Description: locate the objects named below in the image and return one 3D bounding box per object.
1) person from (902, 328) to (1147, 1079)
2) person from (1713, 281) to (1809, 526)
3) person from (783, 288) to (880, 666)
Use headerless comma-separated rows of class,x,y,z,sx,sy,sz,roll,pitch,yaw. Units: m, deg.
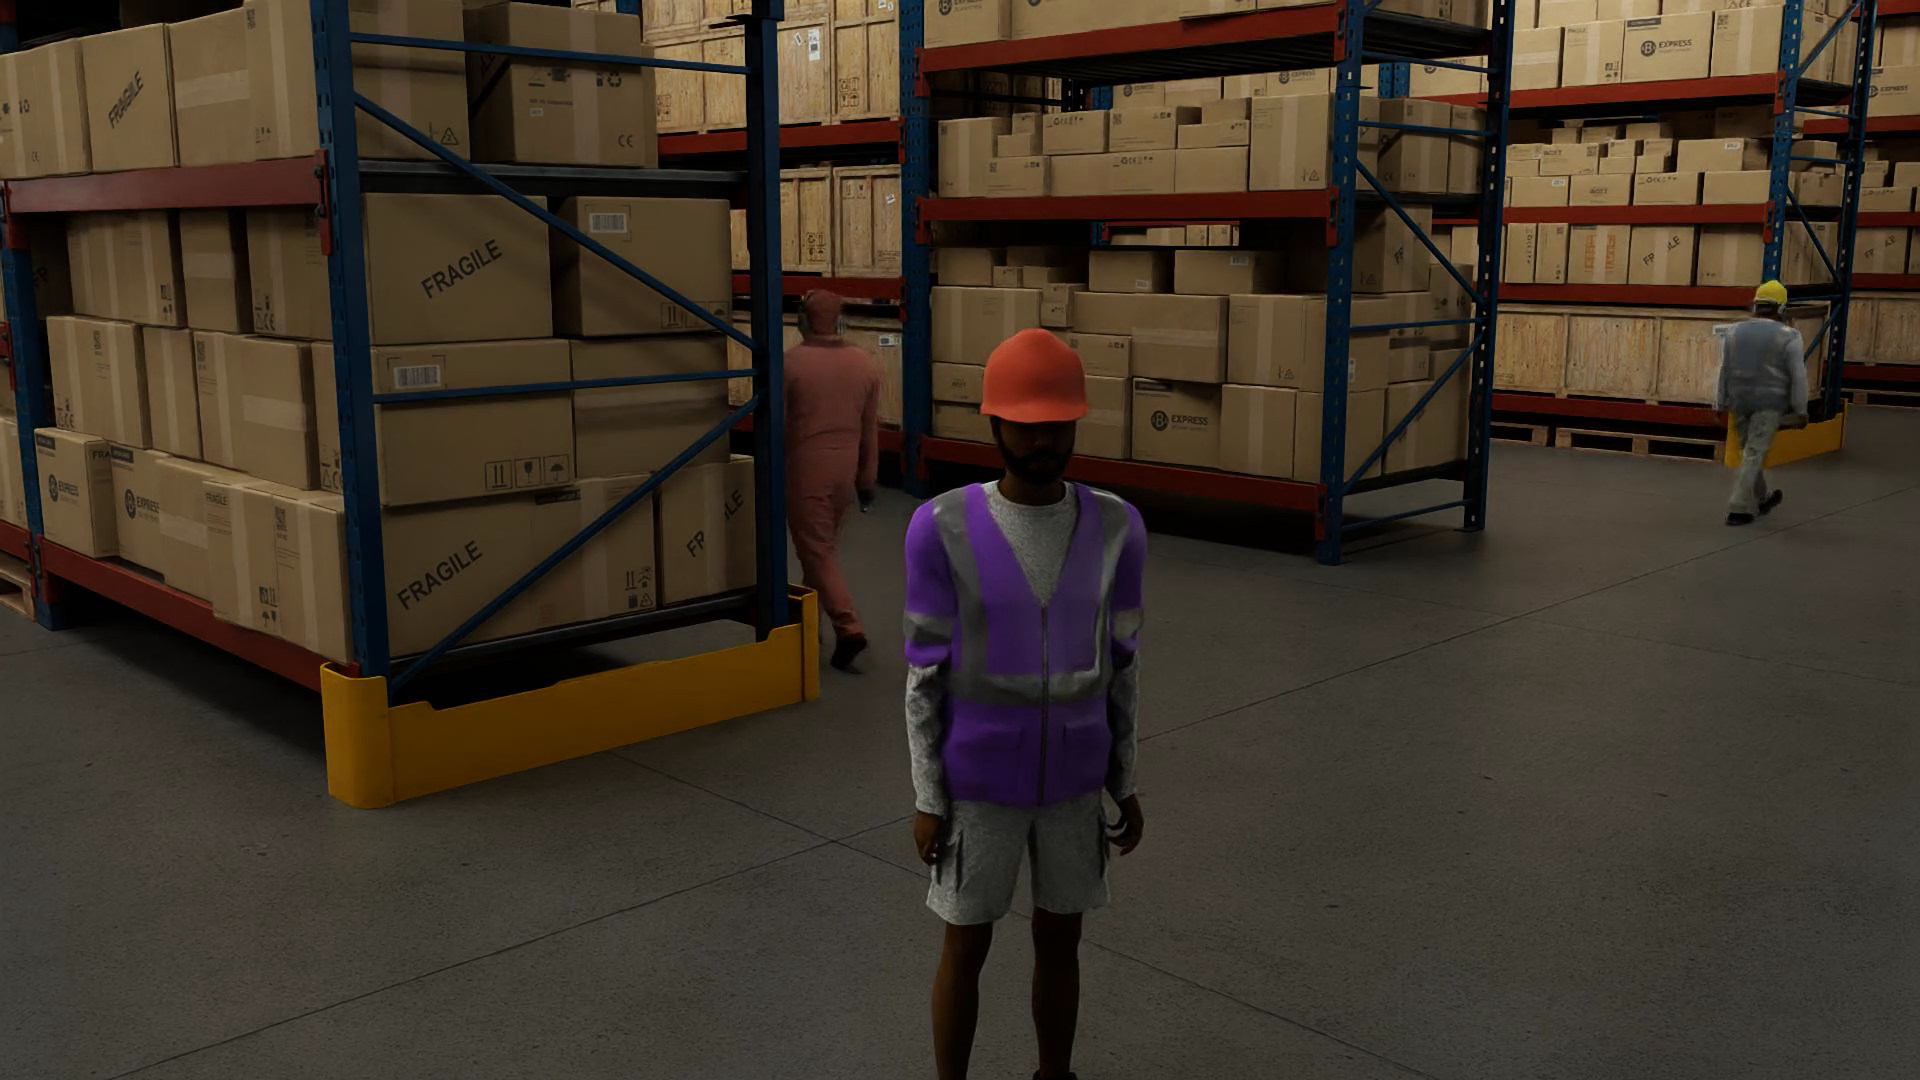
person,0.152,0.512,3.632,0.545,1.939,0.373,-3,11,-14
person,6.004,-1.015,12.356,0.901,1.786,0.624,-7,12,-33
person,-0.696,-0.331,8.413,0.637,1.874,0.929,-9,14,-41
